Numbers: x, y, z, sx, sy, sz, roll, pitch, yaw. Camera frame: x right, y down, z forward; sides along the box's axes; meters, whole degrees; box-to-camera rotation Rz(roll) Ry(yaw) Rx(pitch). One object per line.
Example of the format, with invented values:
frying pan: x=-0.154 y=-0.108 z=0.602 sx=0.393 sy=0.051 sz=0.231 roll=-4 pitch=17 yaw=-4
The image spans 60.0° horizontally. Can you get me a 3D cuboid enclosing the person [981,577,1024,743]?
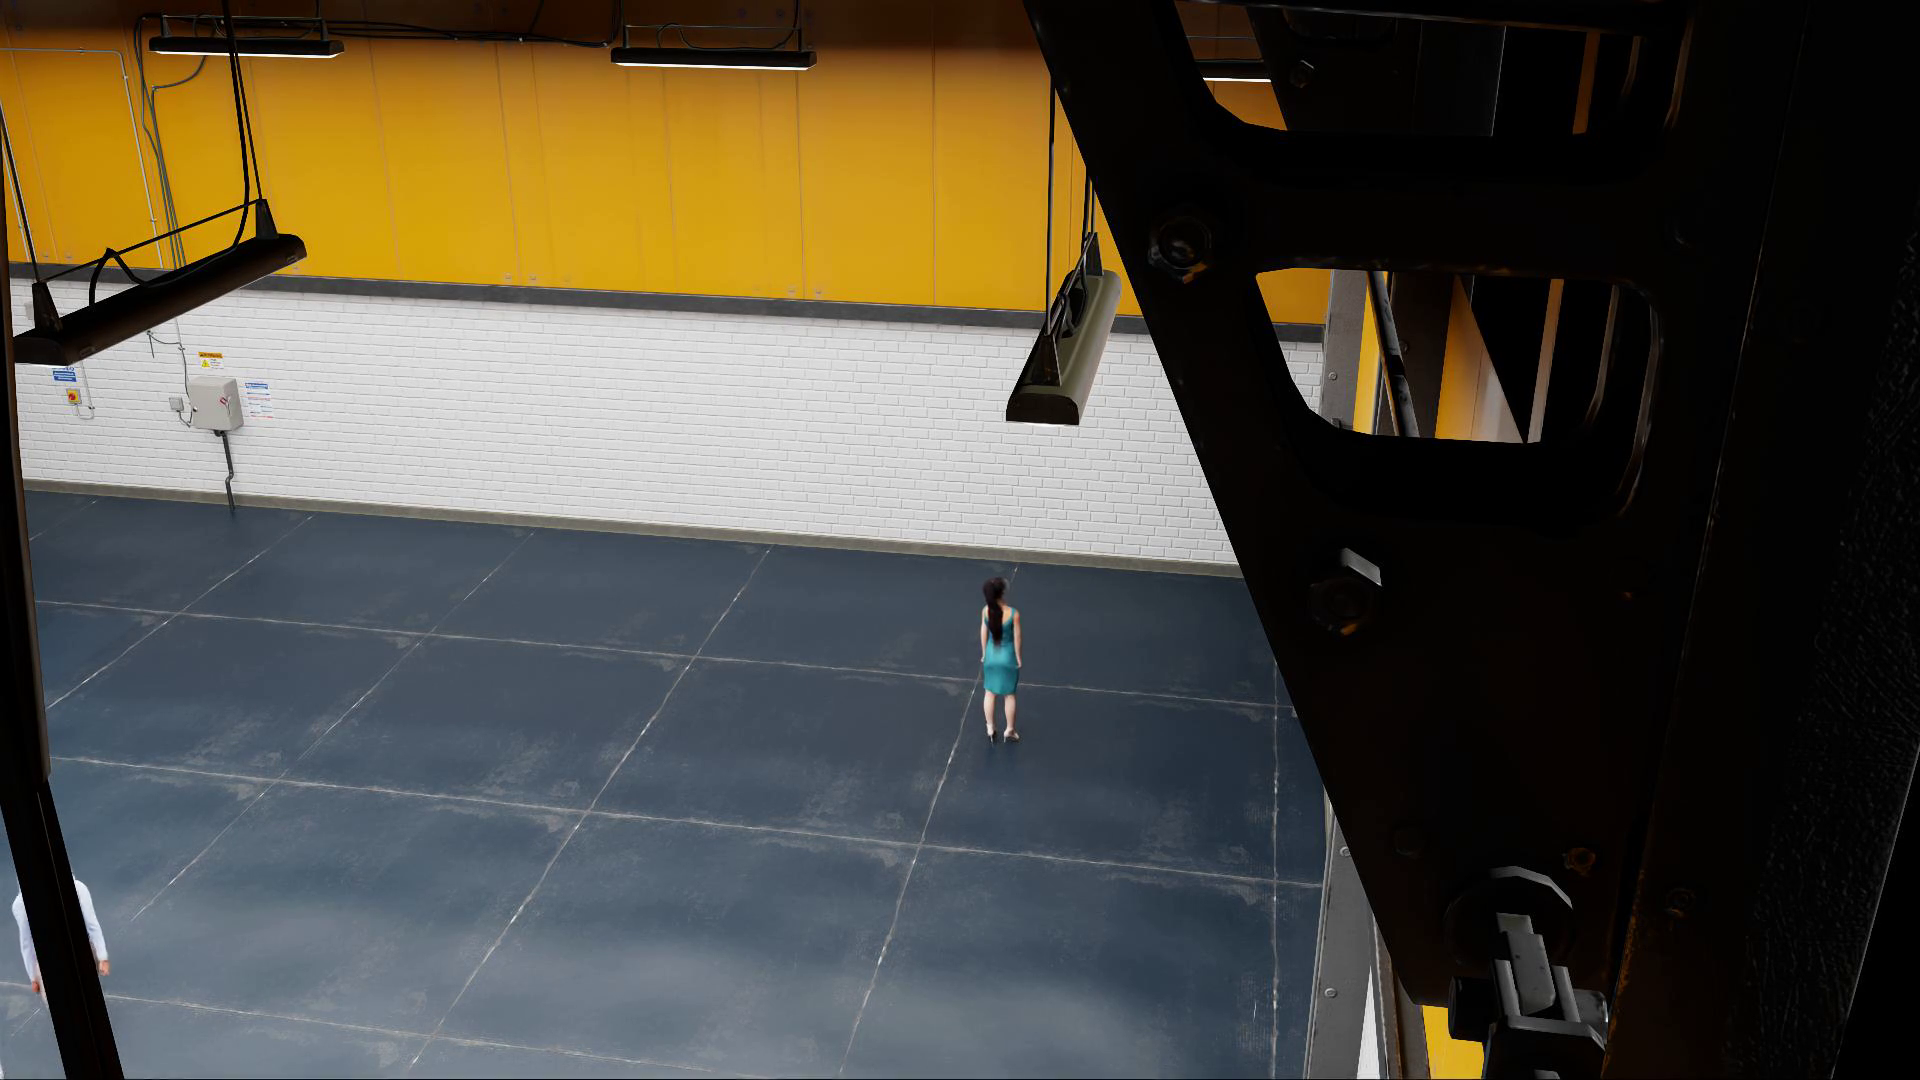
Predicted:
person: x=0.378 y=1.122 z=15.549 sx=0.583 sy=1.687 sz=0.537 roll=9 pitch=25 yaw=19

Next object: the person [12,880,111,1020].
person: x=-6.116 y=2.873 z=11.387 sx=1.175 sy=1.813 sz=1.238 roll=-16 pitch=28 yaw=-32
